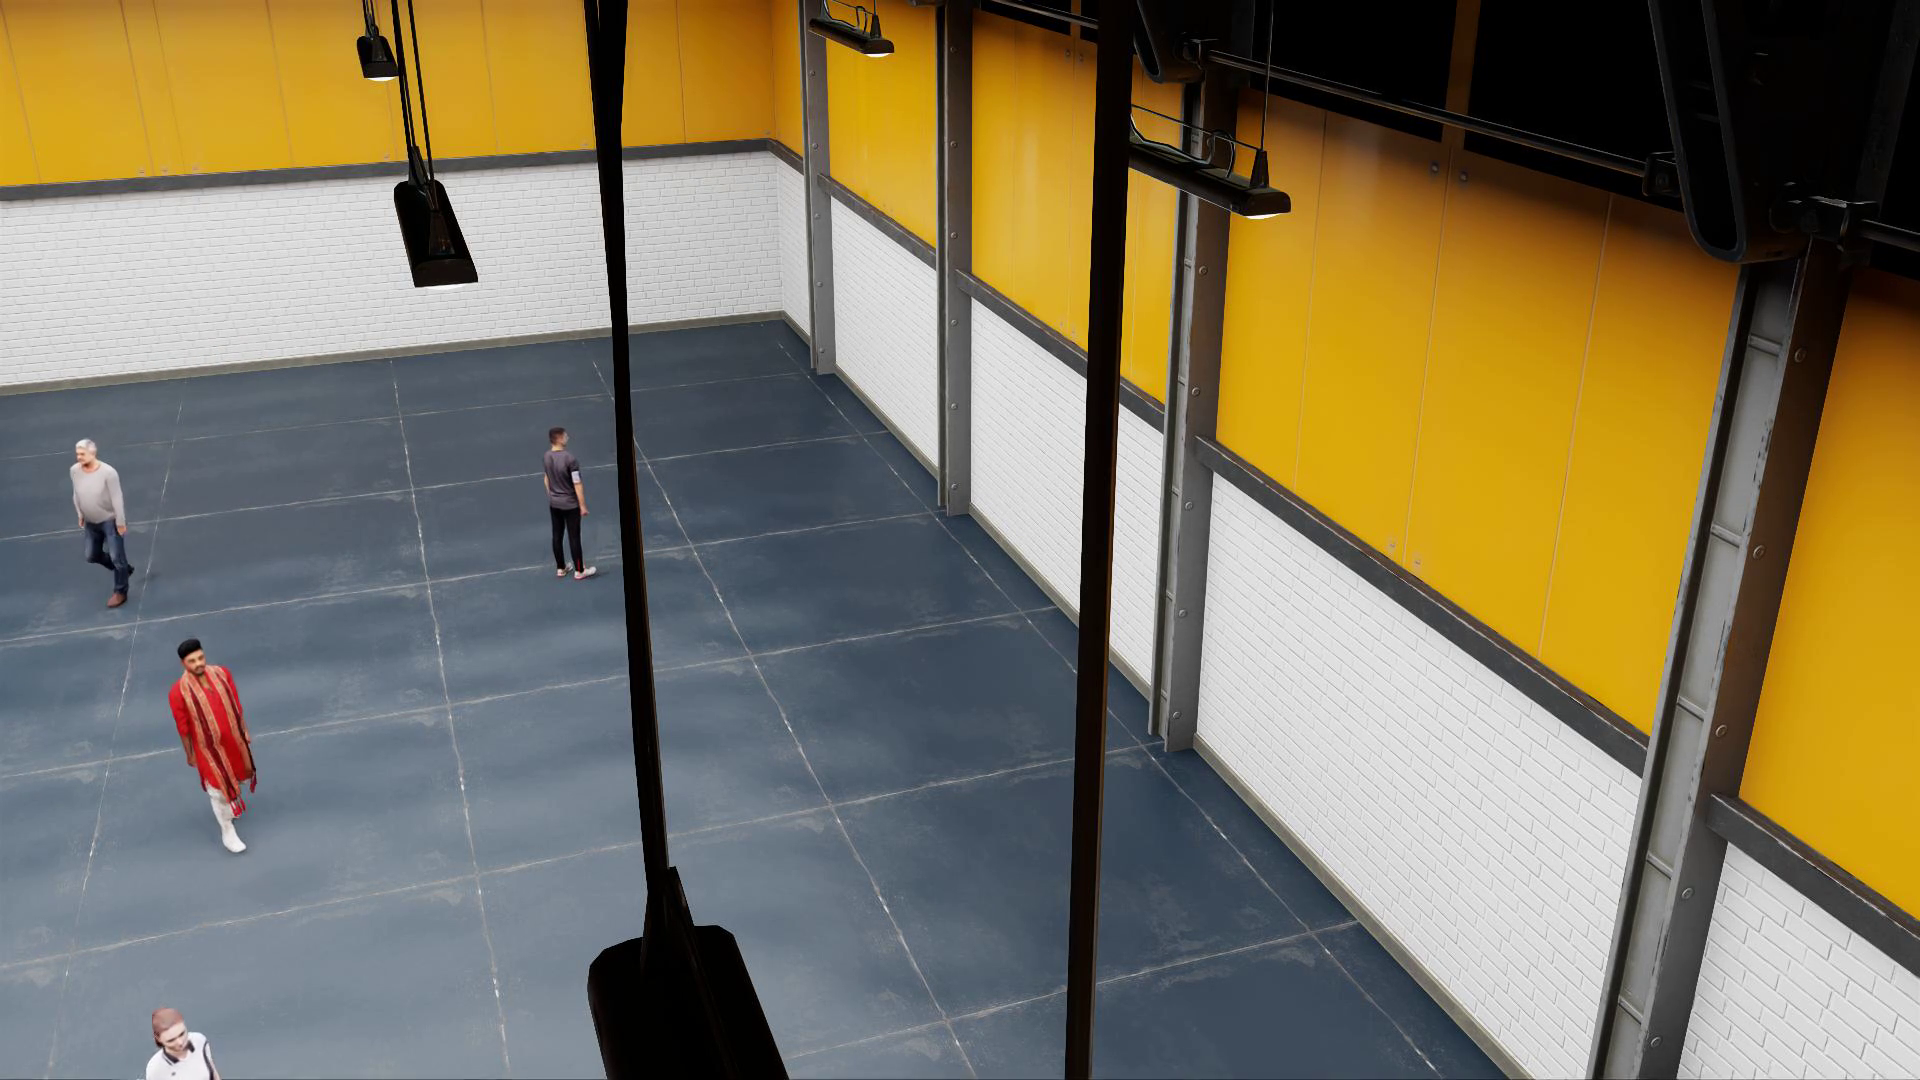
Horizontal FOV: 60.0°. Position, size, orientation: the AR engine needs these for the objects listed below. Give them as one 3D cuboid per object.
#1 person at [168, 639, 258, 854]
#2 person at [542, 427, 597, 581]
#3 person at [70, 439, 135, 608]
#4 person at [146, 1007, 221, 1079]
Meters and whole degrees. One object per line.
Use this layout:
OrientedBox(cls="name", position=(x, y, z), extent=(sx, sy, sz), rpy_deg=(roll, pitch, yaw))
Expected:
OrientedBox(cls="person", position=(-6.198, 1.626, 13.783), extent=(1.135, 1.866, 1.007), rpy_deg=(18, 29, 35))
OrientedBox(cls="person", position=(-4.420, -0.408, 18.564), extent=(0.715, 1.762, 0.780), rpy_deg=(11, 26, 24))
OrientedBox(cls="person", position=(-9.226, -0.240, 18.007), extent=(0.933, 1.900, 0.986), rpy_deg=(5, 24, 11))
OrientedBox(cls="person", position=(-4.565, 3.434, 9.813), extent=(0.948, 1.733, 0.876), rpy_deg=(10, 26, 23))
